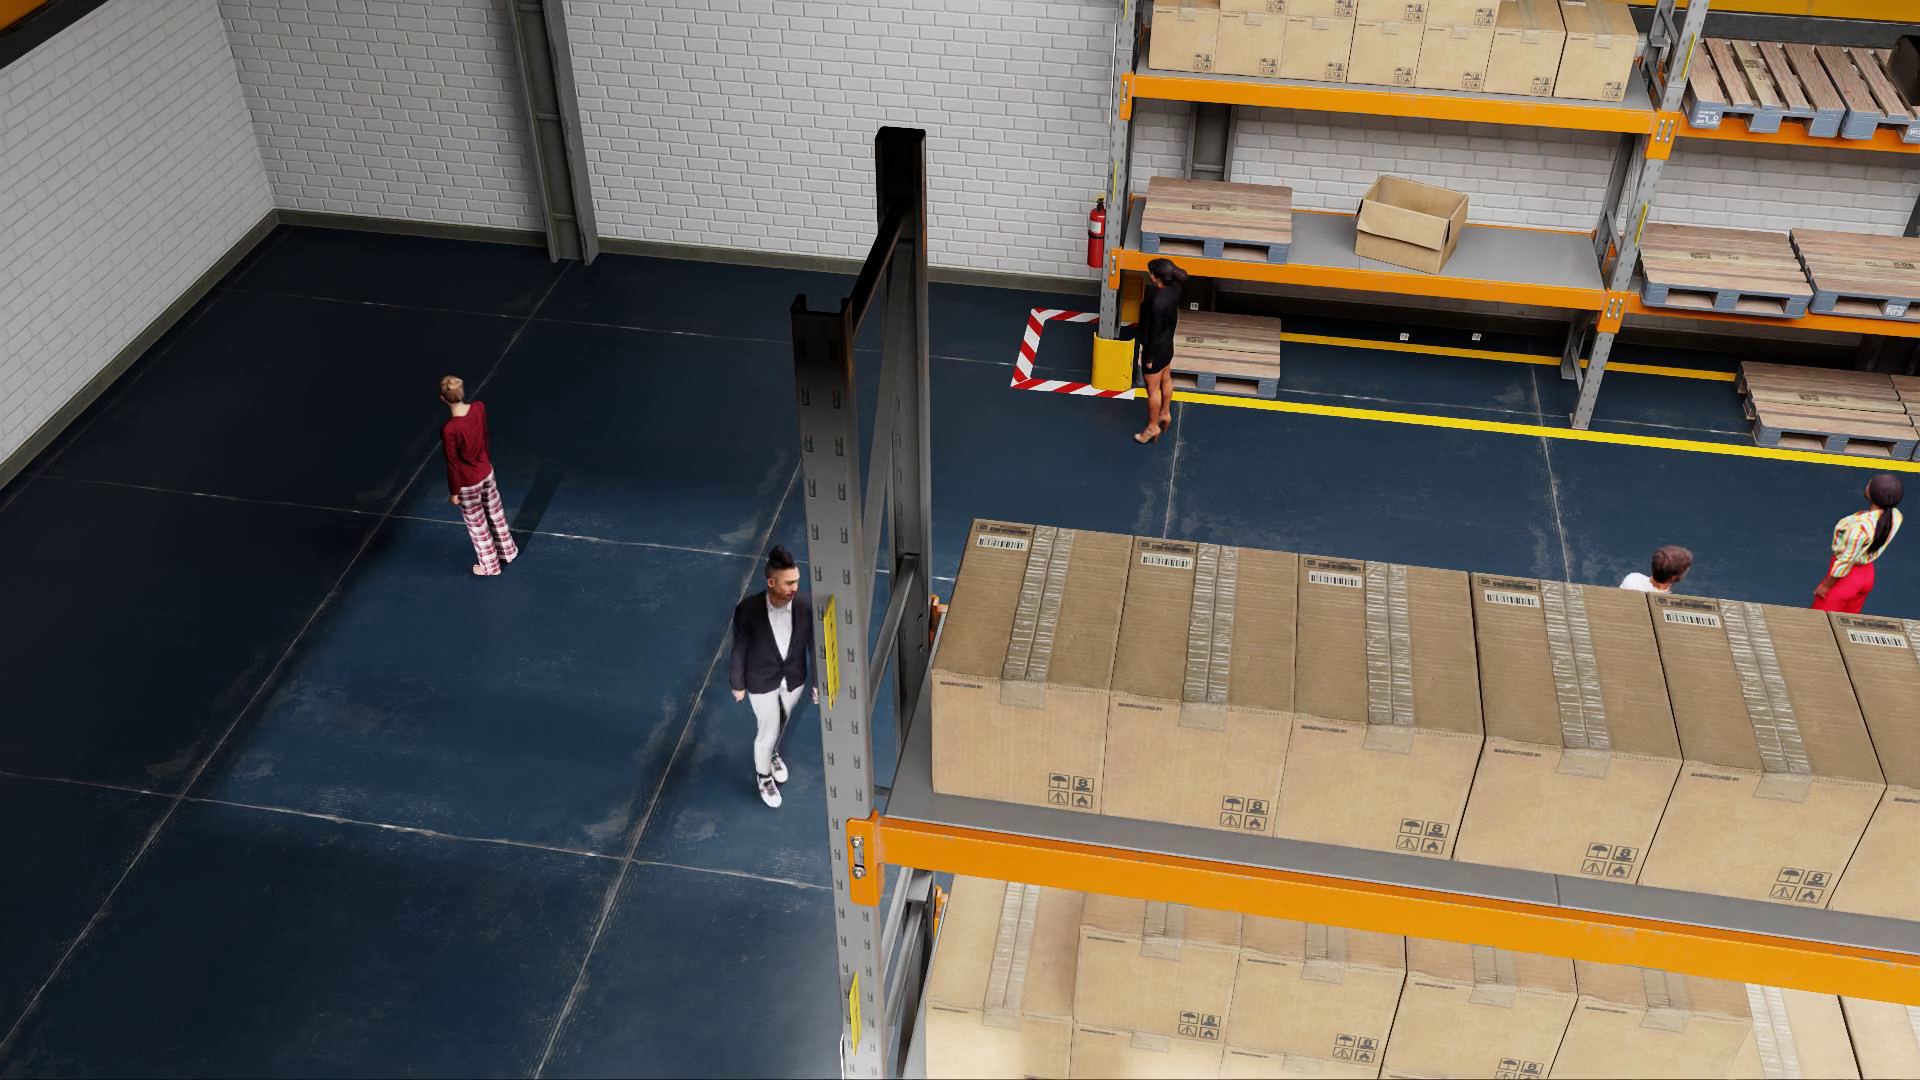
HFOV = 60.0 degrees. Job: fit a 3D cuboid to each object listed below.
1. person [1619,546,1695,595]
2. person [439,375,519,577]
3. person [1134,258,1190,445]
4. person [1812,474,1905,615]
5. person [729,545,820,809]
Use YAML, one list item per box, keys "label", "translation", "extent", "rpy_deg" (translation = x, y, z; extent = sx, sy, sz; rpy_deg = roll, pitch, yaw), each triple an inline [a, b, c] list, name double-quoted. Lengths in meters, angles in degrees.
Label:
- label: "person"
  translation: [4.057, 0.825, 10.243]
  extent: [1.248, 1.811, 1.148]
  rpy_deg: [-22, 44, -25]
- label: "person"
  translation: [-3.507, -0.473, 11.955]
  extent: [0.581, 1.702, 0.668]
  rpy_deg: [15, 41, 18]
- label: "person"
  translation: [1.589, -1.516, 13.314]
  extent: [0.694, 1.636, 0.651]
  rpy_deg: [20, 43, 23]
- label: "person"
  translation: [5.810, 0.302, 10.913]
  extent: [0.657, 1.792, 0.744]
  rpy_deg: [-18, 42, -21]
- label: "person"
  translation: [-1.170, 0.776, 10.211]
  extent: [0.899, 1.928, 0.980]
  rpy_deg: [-7, 39, -9]
